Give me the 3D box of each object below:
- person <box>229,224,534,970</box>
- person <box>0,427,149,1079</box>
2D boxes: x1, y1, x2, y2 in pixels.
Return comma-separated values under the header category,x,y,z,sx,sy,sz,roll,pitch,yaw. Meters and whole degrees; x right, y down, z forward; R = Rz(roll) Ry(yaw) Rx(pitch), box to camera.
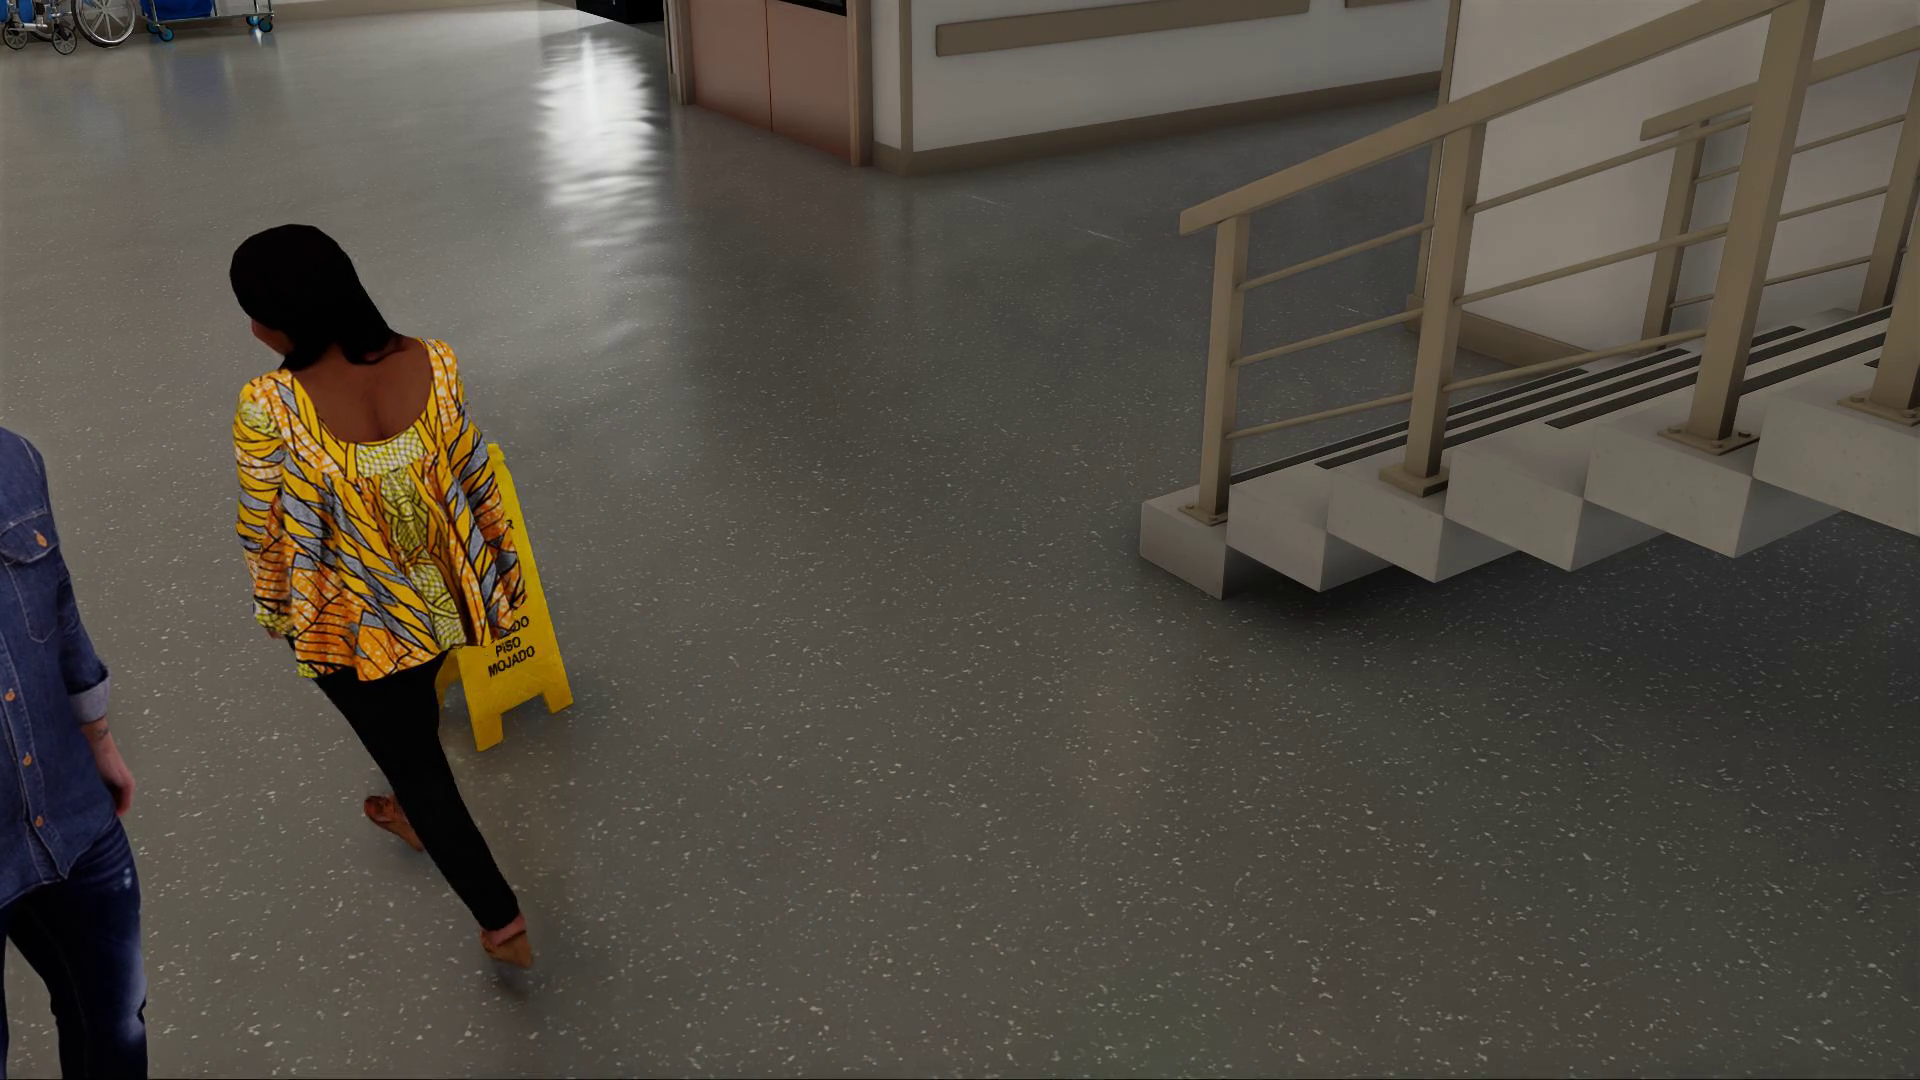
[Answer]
category,x,y,z,sx,sy,sz,roll,pitch,yaw
person,-1.153,0.192,3.437,1.135,1.603,0.891,21,33,37
person,-1.523,0.475,2.594,0.798,1.825,0.805,11,28,22
